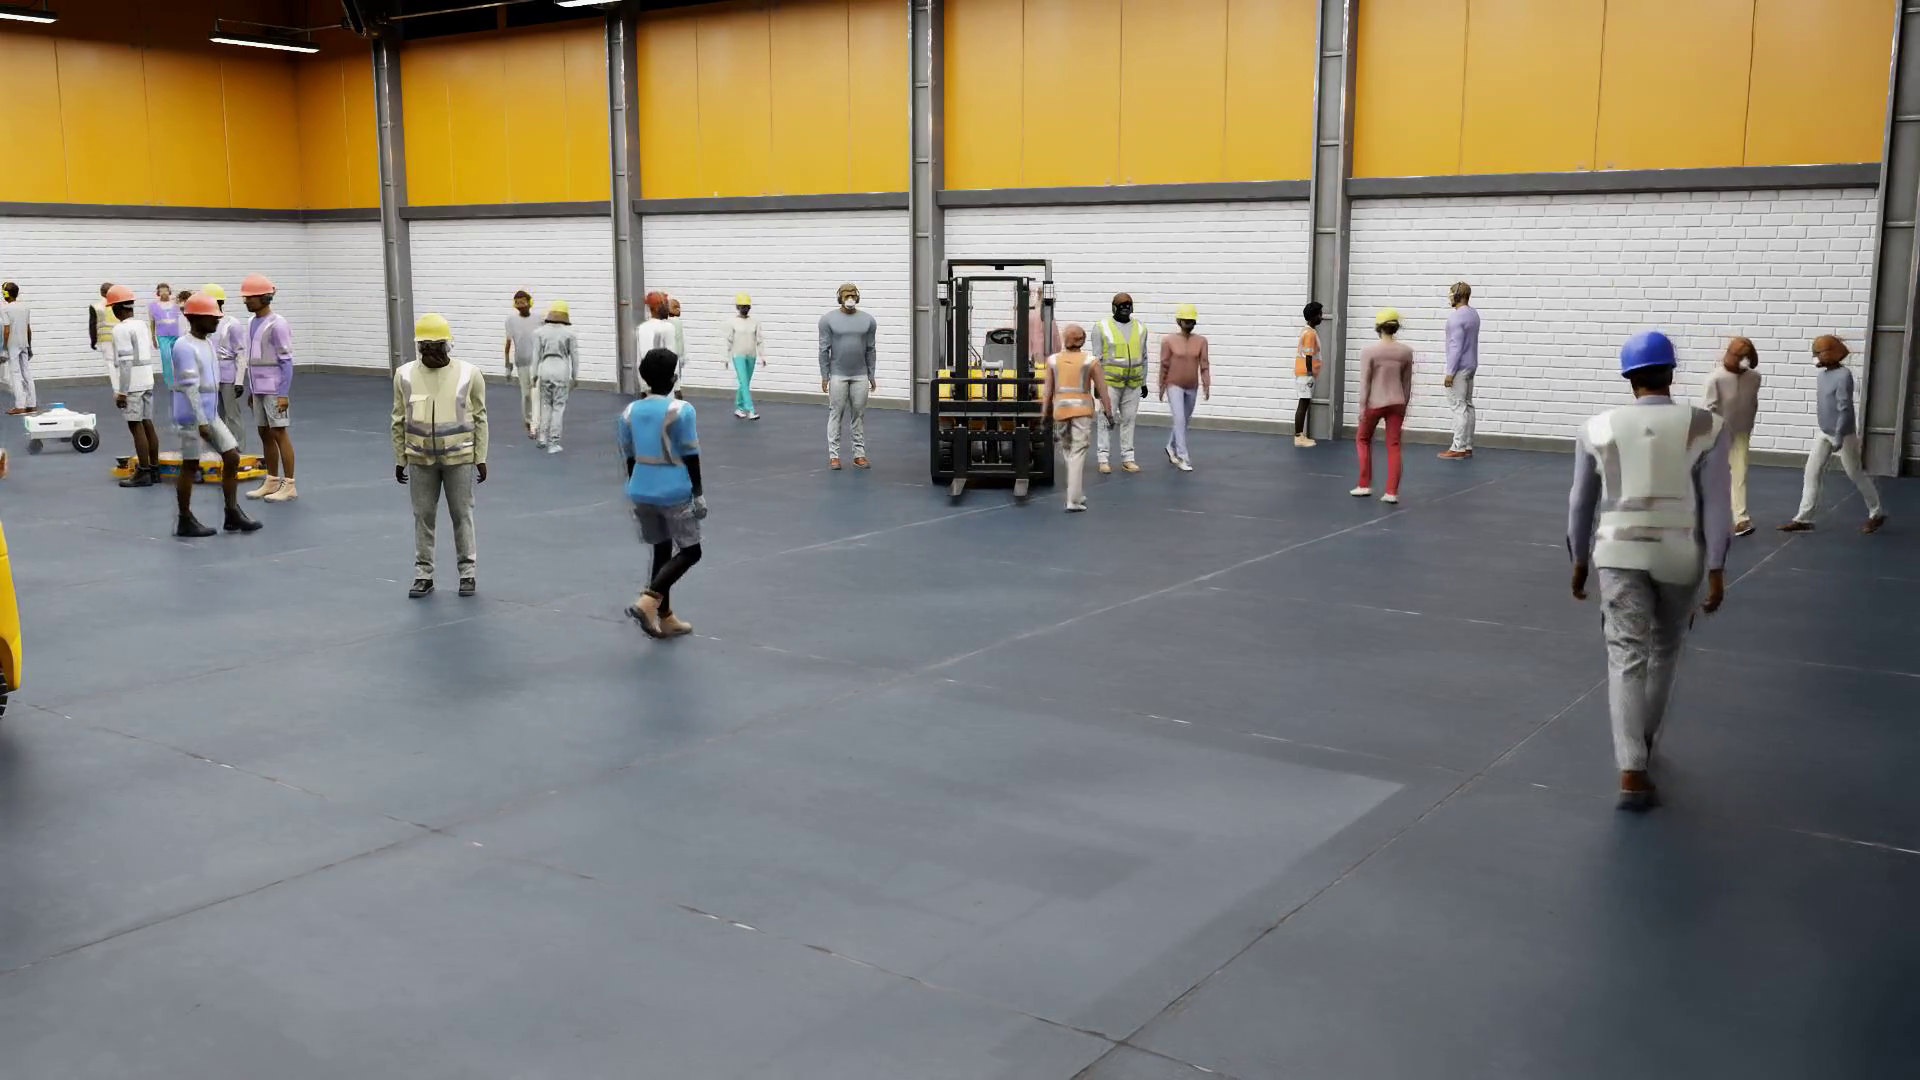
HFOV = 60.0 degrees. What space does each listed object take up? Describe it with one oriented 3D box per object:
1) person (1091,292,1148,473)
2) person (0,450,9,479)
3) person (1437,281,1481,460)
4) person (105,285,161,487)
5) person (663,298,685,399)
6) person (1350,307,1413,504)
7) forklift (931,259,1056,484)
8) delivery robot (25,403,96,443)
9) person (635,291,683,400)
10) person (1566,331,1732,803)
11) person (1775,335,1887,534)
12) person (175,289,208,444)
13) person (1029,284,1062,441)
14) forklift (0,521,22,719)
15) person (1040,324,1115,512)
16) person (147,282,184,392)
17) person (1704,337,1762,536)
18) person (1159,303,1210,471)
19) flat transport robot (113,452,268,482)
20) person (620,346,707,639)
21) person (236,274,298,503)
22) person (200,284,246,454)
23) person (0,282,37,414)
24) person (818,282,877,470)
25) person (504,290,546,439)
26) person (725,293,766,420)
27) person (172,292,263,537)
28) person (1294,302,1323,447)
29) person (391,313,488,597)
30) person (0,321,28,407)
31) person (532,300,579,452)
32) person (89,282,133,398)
[{"bbox_3d":[1.644,-1.600,16.982,0.627,1.843,0.429,-3,10,-18],"label":"person"},{"bbox_3d":[-9.468,-1.392,15.701,0.638,1.854,0.642,4,10,20],"label":"person"},{"bbox_3d":[5.448,-1.840,18.122,0.359,1.938,0.632,7,12,36],"label":"person"},{"bbox_3d":[-7.943,-1.467,15.934,0.385,1.929,0.547,0,10,-2],"label":"person"},{"bbox_3d":[-4.049,-2.585,23.469,0.269,1.632,0.507,-9,13,-42],"label":"person"},{"bbox_3d":[3.781,-1.213,14.968,0.546,1.742,0.684,-2,10,-12],"label":"person"},{"bbox_3d":[0.370,-1.738,16.759,1.214,2.155,2.313,1,10,3],"label":"forklift"},{"bbox_3d":[-10.151,-1.305,18.772,0.707,0.478,0.477,-5,11,-27],"label":"delivery robot"},{"bbox_3d":[-3.018,-1.521,16.446,0.634,1.868,0.604,-9,13,-43],"label":"person"},{"bbox_3d":[2.827,0.086,6.869,0.617,1.860,1.037,4,10,21],"label":"person"},{"bbox_3d":[6.999,-0.832,13.183,0.835,1.587,0.565,0,10,0],"label":"person"},{"bbox_3d":[-9.150,-2.059,19.801,0.681,1.837,0.383,6,11,31],"label":"person"},{"bbox_3d":[0.983,-2.105,19.820,0.515,1.895,0.663,2,10,12],"label":"person"},{"bbox_3d":[-5.296,-0.090,6.943,1.214,2.155,2.313,7,12,35],"label":"forklift"},{"bbox_3d":[1.039,-1.066,14.468,0.635,1.599,0.734,4,10,24],"label":"person"},{"bbox_3d":[-13.199,-3.385,27.710,0.561,1.817,0.874,-6,12,-34],"label":"person"},{"bbox_3d":[6.102,-0.829,13.213,0.501,1.560,0.891,-1,10,-6],"label":"person"},{"bbox_3d":[2.320,-1.618,17.443,0.533,1.733,0.867,-3,10,-16],"label":"person"},{"bbox_3d":[-7.605,-0.738,16.519,1.431,0.197,0.652,3,10,19],"label":"flat transport robot"},{"bbox_3d":[-1.709,-0.245,9.372,0.543,1.679,0.468,6,11,34],"label":"person"},{"bbox_3d":[-6.237,-1.354,14.924,0.616,2.040,0.380,8,12,38],"label":"person"},{"bbox_3d":[-7.627,-1.670,17.147,0.594,1.926,0.367,4,10,23],"label":"person"},{"bbox_3d":[-13.312,-2.698,23.447,0.317,1.867,0.531,2,10,13],"label":"person"},{"bbox_3d":[-1.159,-1.702,17.302,0.632,1.940,0.372,-4,10,-20],"label":"person"},{"bbox_3d":[-5.330,-2.178,20.555,0.595,1.815,0.967,-2,10,-12],"label":"person"},{"bbox_3d":[-2.924,-2.502,22.710,0.538,1.712,0.899,-6,11,-33],"label":"person"},{"bbox_3d":[-5.840,-0.965,12.981,0.747,1.908,0.560,1,10,3],"label":"person"},{"bbox_3d":[4.051,-1.923,19.369,0.321,1.691,0.532,2,10,10],"label":"person"},{"bbox_3d":[-3.344,-0.540,10.698,0.600,1.829,0.404,-1,10,-6],"label":"person"},{"bbox_3d":[-13.836,-2.639,23.869,0.531,1.615,0.661,5,11,29],"label":"person"},{"bbox_3d":[-4.571,-1.851,18.843,0.507,1.716,0.477,1,10,9],"label":"person"},{"bbox_3d":[-13.449,-3.160,26.343,0.624,1.816,0.732,-8,12,-40],"label":"person"}]
